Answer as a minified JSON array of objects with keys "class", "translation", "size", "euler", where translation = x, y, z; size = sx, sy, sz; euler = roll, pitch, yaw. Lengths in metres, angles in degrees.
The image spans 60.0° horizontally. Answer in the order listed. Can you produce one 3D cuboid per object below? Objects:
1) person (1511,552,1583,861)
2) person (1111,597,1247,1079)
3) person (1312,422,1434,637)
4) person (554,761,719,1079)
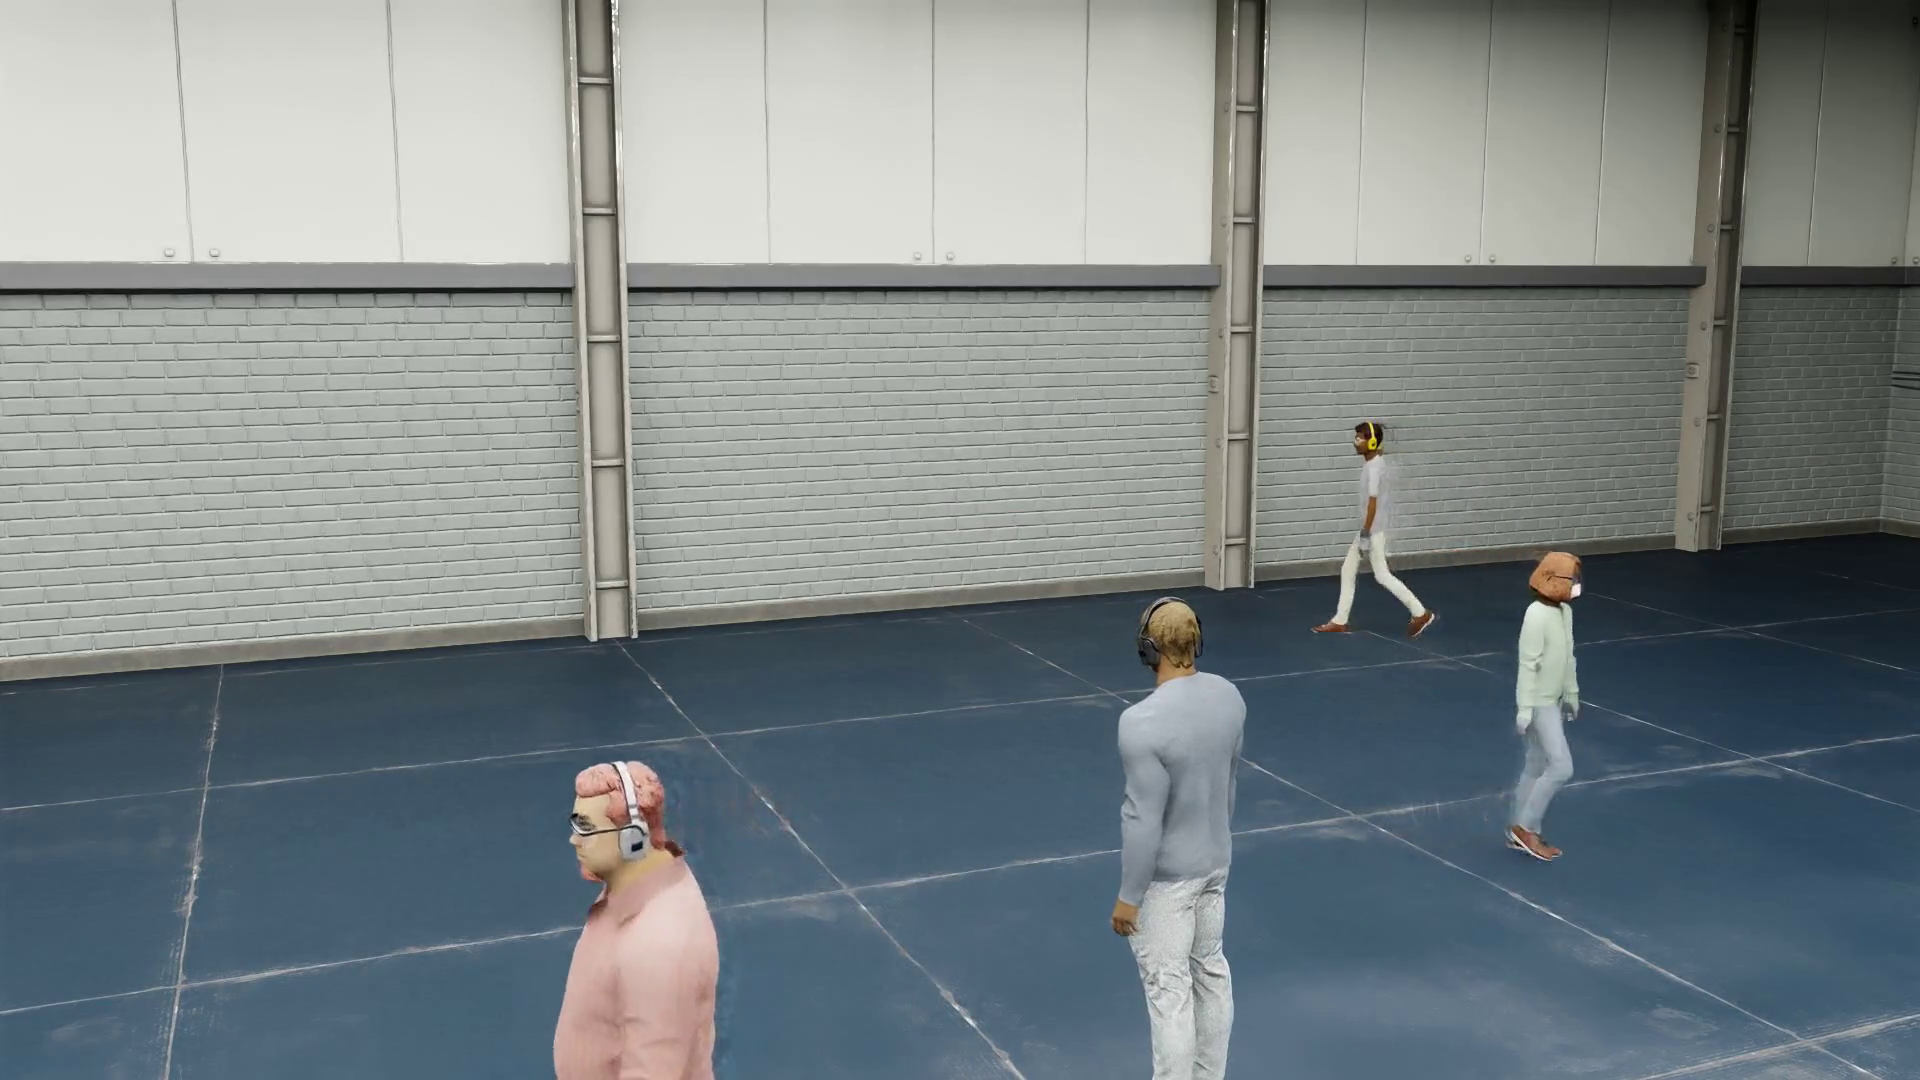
[{"class":"person","translation":[3.060,0.861,8.598],"size":[0.387,1.616,0.531],"euler":[7,11,37]},{"class":"person","translation":[0.745,1.155,5.797],"size":[0.378,1.937,0.628],"euler":[8,12,42]},{"class":"person","translation":[3.503,-0.081,13.923],"size":[0.949,1.830,0.520],"euler":[2,9,9]},{"class":"person","translation":[-0.722,1.452,4.203],"size":[0.997,1.860,0.646],"euler":[-3,10,-18]}]
